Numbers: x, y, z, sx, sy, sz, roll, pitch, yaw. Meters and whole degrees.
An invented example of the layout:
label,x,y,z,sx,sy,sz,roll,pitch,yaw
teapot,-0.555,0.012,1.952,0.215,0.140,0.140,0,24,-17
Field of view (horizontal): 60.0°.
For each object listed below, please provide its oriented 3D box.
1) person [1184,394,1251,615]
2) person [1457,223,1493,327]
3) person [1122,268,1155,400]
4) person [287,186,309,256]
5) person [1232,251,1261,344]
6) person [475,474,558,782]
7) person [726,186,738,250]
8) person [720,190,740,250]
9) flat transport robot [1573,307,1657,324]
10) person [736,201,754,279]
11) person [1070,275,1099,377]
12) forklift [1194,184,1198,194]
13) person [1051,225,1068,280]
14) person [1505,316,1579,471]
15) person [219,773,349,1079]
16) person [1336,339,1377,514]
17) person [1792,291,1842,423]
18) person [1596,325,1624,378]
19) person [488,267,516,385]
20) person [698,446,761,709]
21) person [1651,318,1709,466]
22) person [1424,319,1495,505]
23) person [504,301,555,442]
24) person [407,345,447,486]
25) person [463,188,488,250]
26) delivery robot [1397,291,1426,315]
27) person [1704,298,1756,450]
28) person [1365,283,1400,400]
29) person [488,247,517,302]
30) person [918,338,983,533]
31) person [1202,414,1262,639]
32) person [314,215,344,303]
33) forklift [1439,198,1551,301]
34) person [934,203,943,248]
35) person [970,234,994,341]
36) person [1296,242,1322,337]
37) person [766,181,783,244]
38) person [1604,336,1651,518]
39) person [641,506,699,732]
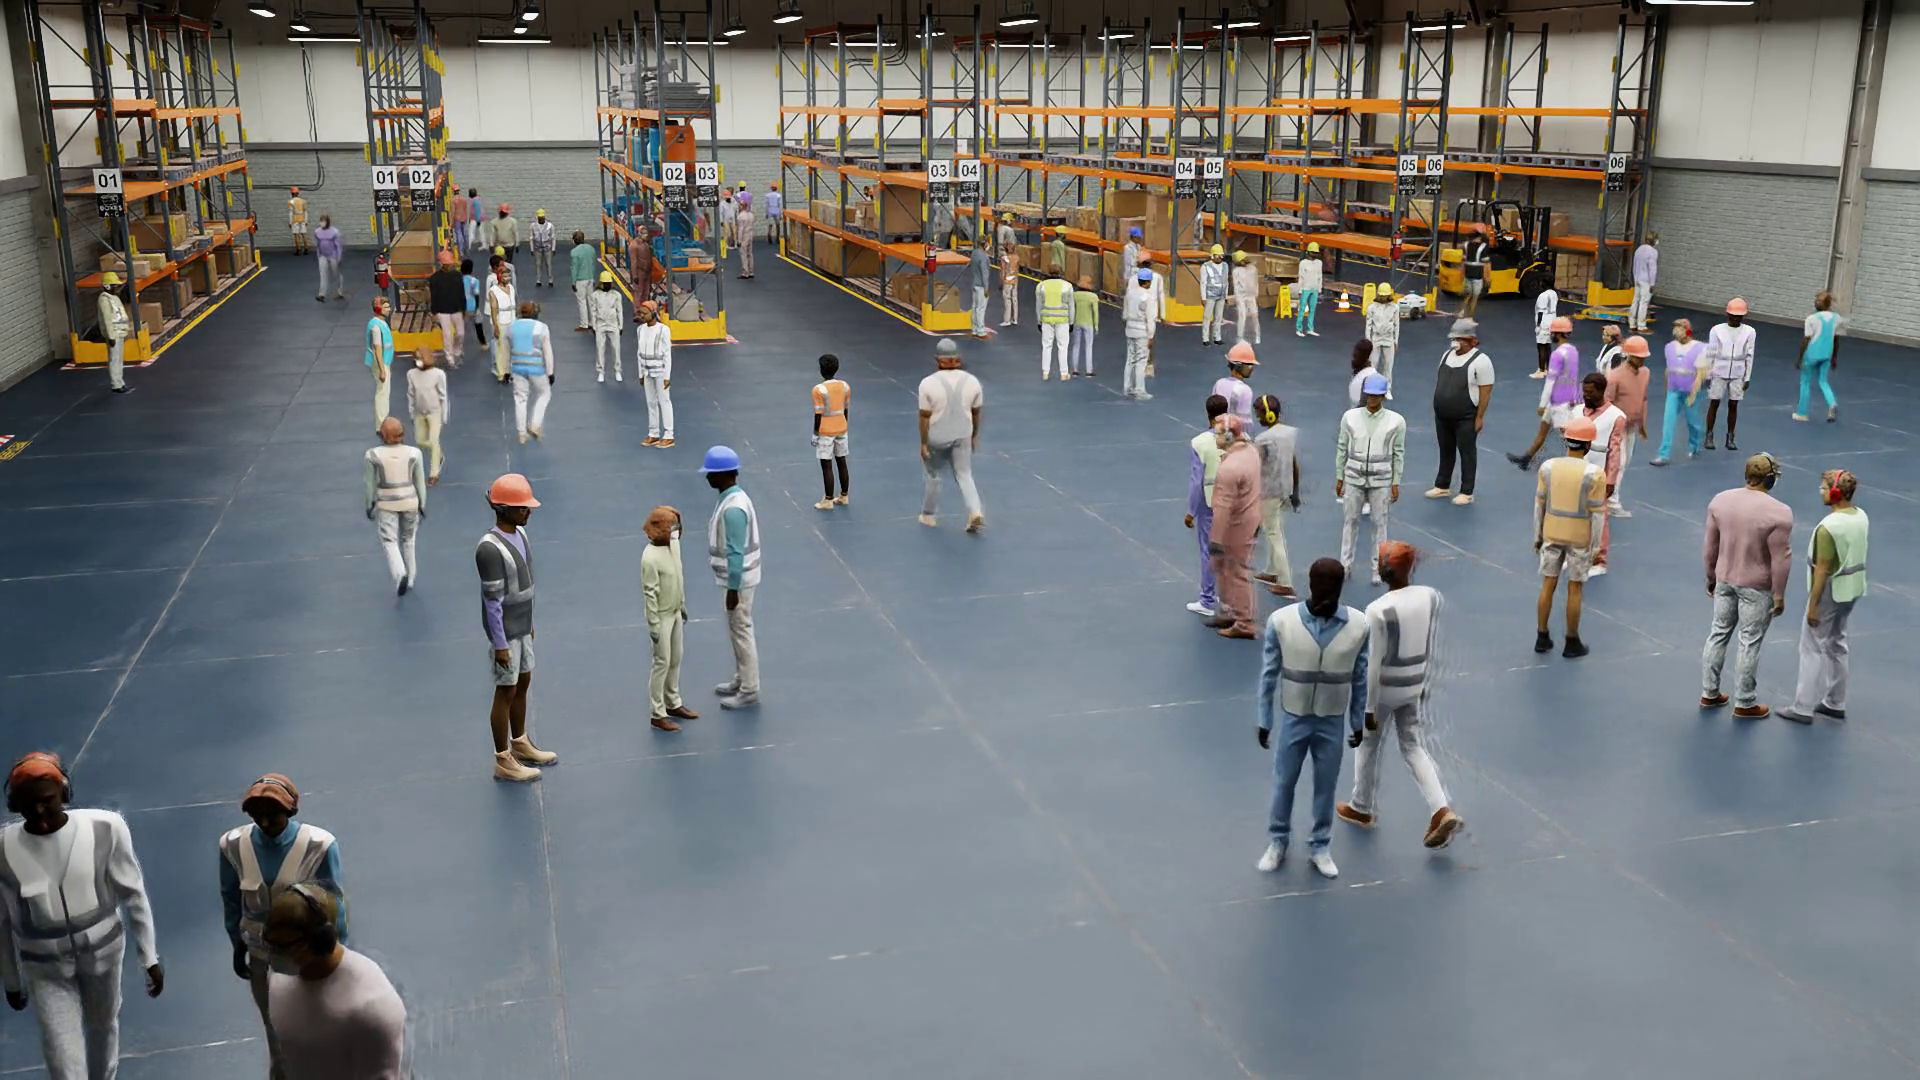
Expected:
label,x,y,z,sx,sy,sz,roll,pitch,yaw
person,2.213,-0.295,14.291,0.587,1.915,0.394,-7,16,-24
person,10.045,-5.147,32.354,0.446,2.022,0.628,-8,17,-29
person,2.675,-3.048,24.616,0.435,1.935,0.614,-9,18,-31
person,-18.780,-9.038,47.145,0.369,1.935,0.552,13,19,39
person,5.205,-4.382,30.087,0.597,1.690,0.330,-4,15,-16
person,-2.887,0.566,10.826,0.404,2.035,0.606,1,15,6
person,-6.718,-9.490,49.043,0.342,1.839,0.503,0,15,-2
person,-6.745,-9.382,48.822,0.596,1.738,0.361,-5,16,-19
flat transport robot,13.111,-4.504,33.276,0.652,0.197,1.431,-14,21,-43
person,-5.343,-7.422,41.125,0.403,1.906,0.651,6,16,22
person,1.978,-3.418,26.578,0.507,1.631,0.266,7,17,25
forklift,7.392,-11.333,53.972,1.873,2.768,1.129,-4,15,-15
person,2.092,-5.732,35.040,0.329,1.765,0.525,-5,16,-20
person,6.969,-1.677,19.537,1.011,1.882,0.566,11,19,36
person,-2.875,1.752,7.141,0.506,1.630,0.324,0,15,-1
person,4.365,-1.249,17.942,0.420,1.891,0.742,2,15,7
person,11.732,-2.478,22.691,0.535,1.819,0.699,-1,15,-4
person,8.095,-1.871,20.771,0.313,1.633,0.518,1,15,4
person,-7.103,-3.338,25.907,0.401,1.831,0.571,5,16,18
person,-1.664,0.264,12.147,0.426,1.937,0.624,-3,15,-12
person,8.794,-1.801,20.220,0.944,1.808,0.566,-12,19,-37
person,5.446,-1.413,18.254,0.536,2.000,0.688,-9,17,-30
person,-5.585,-2.181,21.567,0.753,1.814,0.517,3,15,11
person,-6.121,-1.454,19.223,0.501,1.618,0.491,4,15,13
person,-14.289,-9.359,48.616,0.893,1.808,0.629,-4,15,-13
delivery robot,9.132,-4.792,33.637,0.477,0.478,0.707,13,20,40
person,9.719,-2.092,21.025,0.544,1.930,0.388,4,15,15
person,6.236,-2.935,24.580,0.491,1.728,0.324,0,15,2
person,-8.450,-4.554,30.701,0.512,1.698,0.864,-5,16,-18
person,-0.100,-1.086,17.025,0.690,2.000,0.908,-5,16,-20
person,2.178,-0.113,13.653,0.617,1.881,0.671,6,16,22
person,-13.802,-6.134,36.312,0.651,1.882,1.003,2,15,6
forklift,11.913,-6.508,37.130,2.313,2.155,1.214,-4,15,-15
person,-0.604,-9.242,48.287,0.295,1.744,0.487,-1,15,-5
person,0.385,-4.648,30.636,0.370,1.934,0.627,-5,16,-19
person,6.538,-4.676,31.074,0.523,1.761,0.347,-7,16,-24
person,-5.660,-9.973,50.694,0.564,1.917,0.652,3,15,11
person,6.996,-1.236,17.764,0.635,1.961,0.746,-9,18,-32
person,-2.066,0.541,11.700,0.286,1.623,0.512,4,15,14
